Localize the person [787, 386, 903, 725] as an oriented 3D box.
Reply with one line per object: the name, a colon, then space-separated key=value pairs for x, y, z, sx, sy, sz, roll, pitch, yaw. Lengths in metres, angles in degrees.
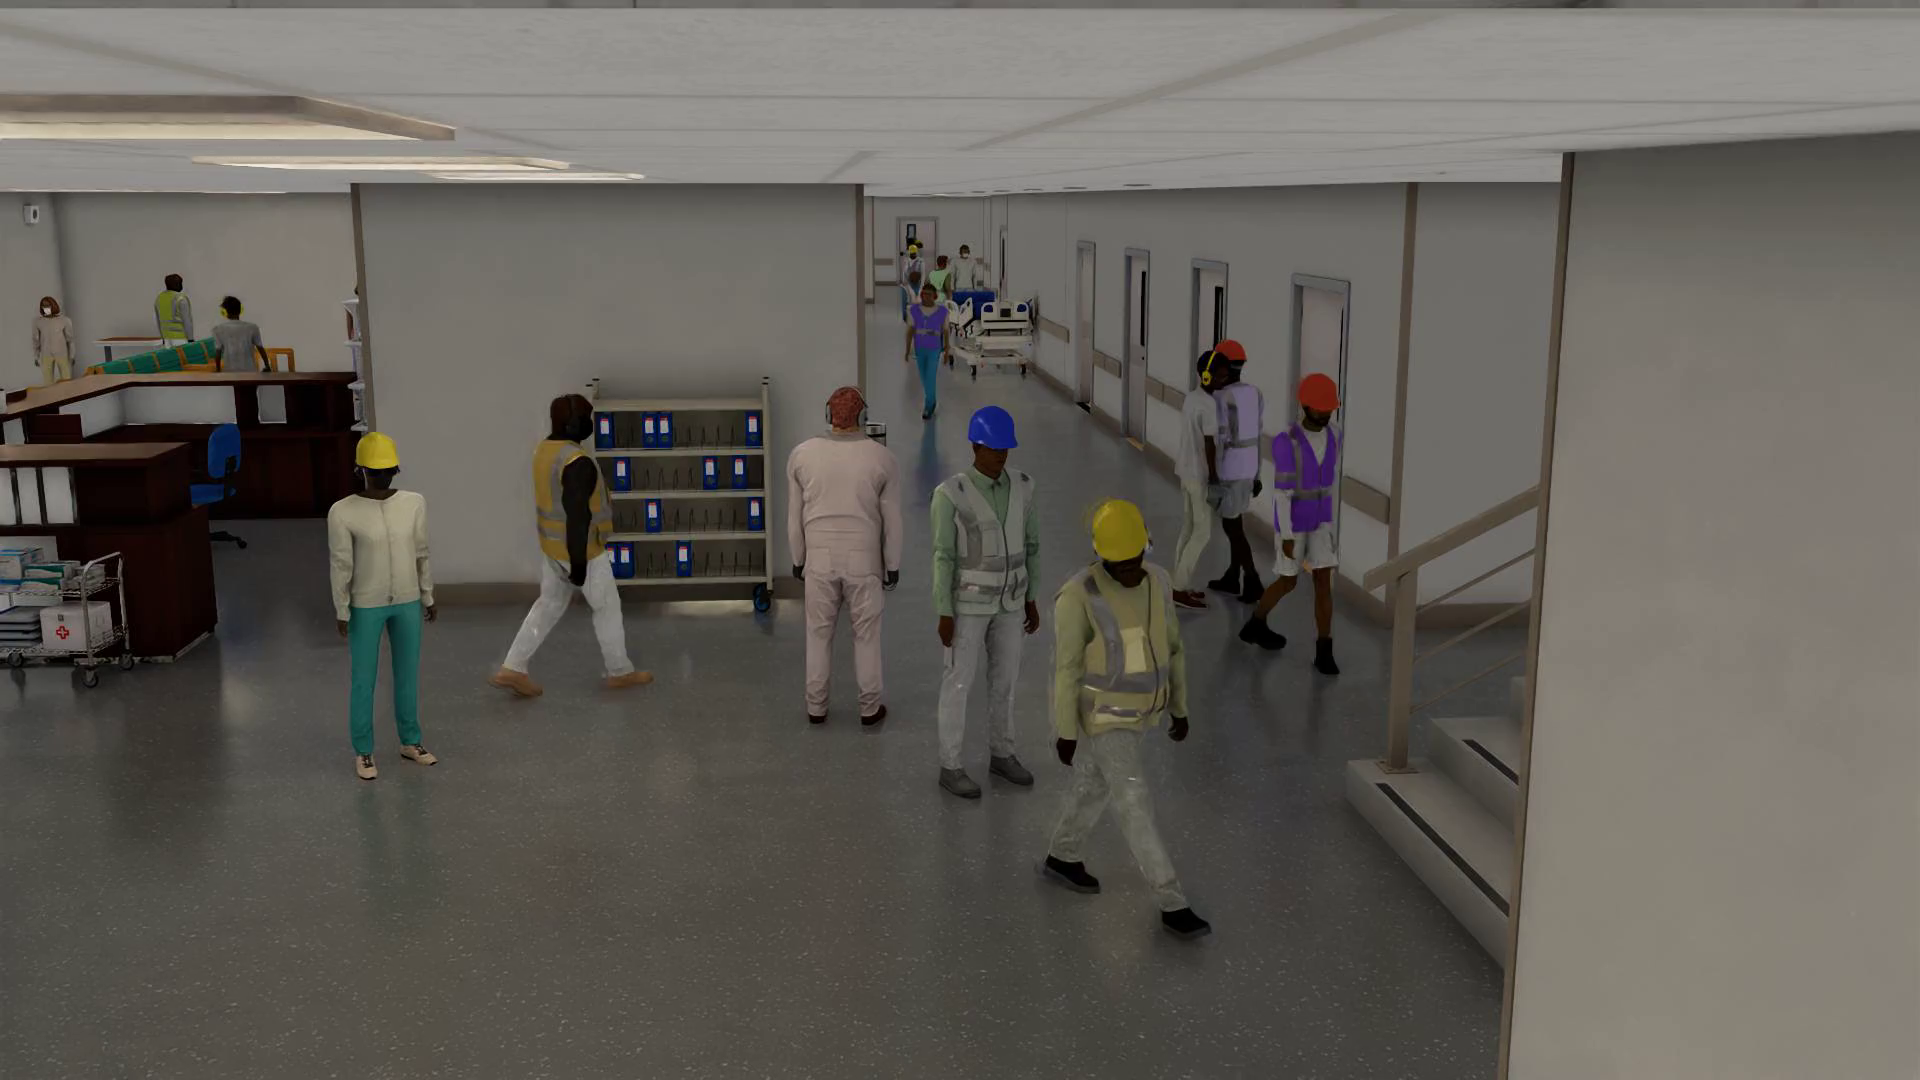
person: x=-0.631 y=0.093 z=9.263 sx=0.646 sy=1.901 sz=0.399 roll=1 pitch=12 yaw=5

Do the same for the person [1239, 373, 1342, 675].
person: x=2.112 y=-0.138 z=10.452 sx=0.551 sy=1.887 sz=0.820 roll=-5 pitch=13 yaw=-24

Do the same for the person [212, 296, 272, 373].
person: x=-8.170 y=-1.871 z=19.044 sx=0.580 sy=1.825 sz=0.875 roll=-2 pitch=12 yaw=-10

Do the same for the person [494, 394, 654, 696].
person: x=-2.327 y=0.038 z=9.764 sx=0.930 sy=1.808 sz=0.634 roll=-8 pitch=14 yaw=-33

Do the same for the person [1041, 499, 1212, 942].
person: x=0.665 y=0.683 z=6.732 sx=0.617 sy=1.759 sz=0.953 roll=-11 pitch=16 yaw=-44

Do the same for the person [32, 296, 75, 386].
person: x=-12.184 y=-2.460 z=22.383 sx=0.507 sy=1.631 sz=0.265 roll=-3 pitch=12 yaw=-16

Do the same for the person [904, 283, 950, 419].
person: x=-0.418 y=-2.585 z=22.591 sx=0.573 sy=1.806 sz=0.951 roll=4 pitch=12 yaw=17

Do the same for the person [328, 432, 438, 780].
person: x=-2.911 y=0.325 z=8.449 sx=0.533 sy=1.767 sz=0.326 roll=-11 pitch=16 yaw=-42

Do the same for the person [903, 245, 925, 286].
person: x=-1.139 y=-6.294 z=40.663 sx=0.590 sy=1.824 sz=0.403 roll=6 pitch=13 yaw=26

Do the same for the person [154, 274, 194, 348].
person: x=-11.429 y=-2.960 z=24.316 sx=0.623 sy=1.845 sz=0.430 roll=5 pitch=13 yaw=25

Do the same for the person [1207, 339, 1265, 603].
person: x=2.033 y=-0.493 z=12.142 sx=0.564 sy=1.947 sz=0.555 roll=-11 pitch=16 yaw=-43

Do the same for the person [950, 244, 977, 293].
person: x=0.086 y=-5.586 z=36.923 sx=0.628 sy=1.935 sz=0.373 roll=-3 pitch=12 yaw=-16

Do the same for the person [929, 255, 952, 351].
person: x=-0.373 y=-4.607 z=32.354 sx=0.386 sy=1.845 sz=0.567 roll=-11 pitch=16 yaw=-44

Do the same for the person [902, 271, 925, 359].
person: x=-0.855 y=-4.166 z=30.748 sx=0.517 sy=1.621 sz=0.494 roll=-5 pitch=13 yaw=-22

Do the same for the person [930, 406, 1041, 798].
person: x=0.133 y=0.302 z=8.158 sx=0.600 sy=1.938 sz=0.422 roll=-8 pitch=14 yaw=-33

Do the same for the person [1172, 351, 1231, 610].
person: x=1.697 y=-0.432 z=11.942 sx=0.431 sy=1.852 sz=0.639 roll=-1 pitch=12 yaw=-5
